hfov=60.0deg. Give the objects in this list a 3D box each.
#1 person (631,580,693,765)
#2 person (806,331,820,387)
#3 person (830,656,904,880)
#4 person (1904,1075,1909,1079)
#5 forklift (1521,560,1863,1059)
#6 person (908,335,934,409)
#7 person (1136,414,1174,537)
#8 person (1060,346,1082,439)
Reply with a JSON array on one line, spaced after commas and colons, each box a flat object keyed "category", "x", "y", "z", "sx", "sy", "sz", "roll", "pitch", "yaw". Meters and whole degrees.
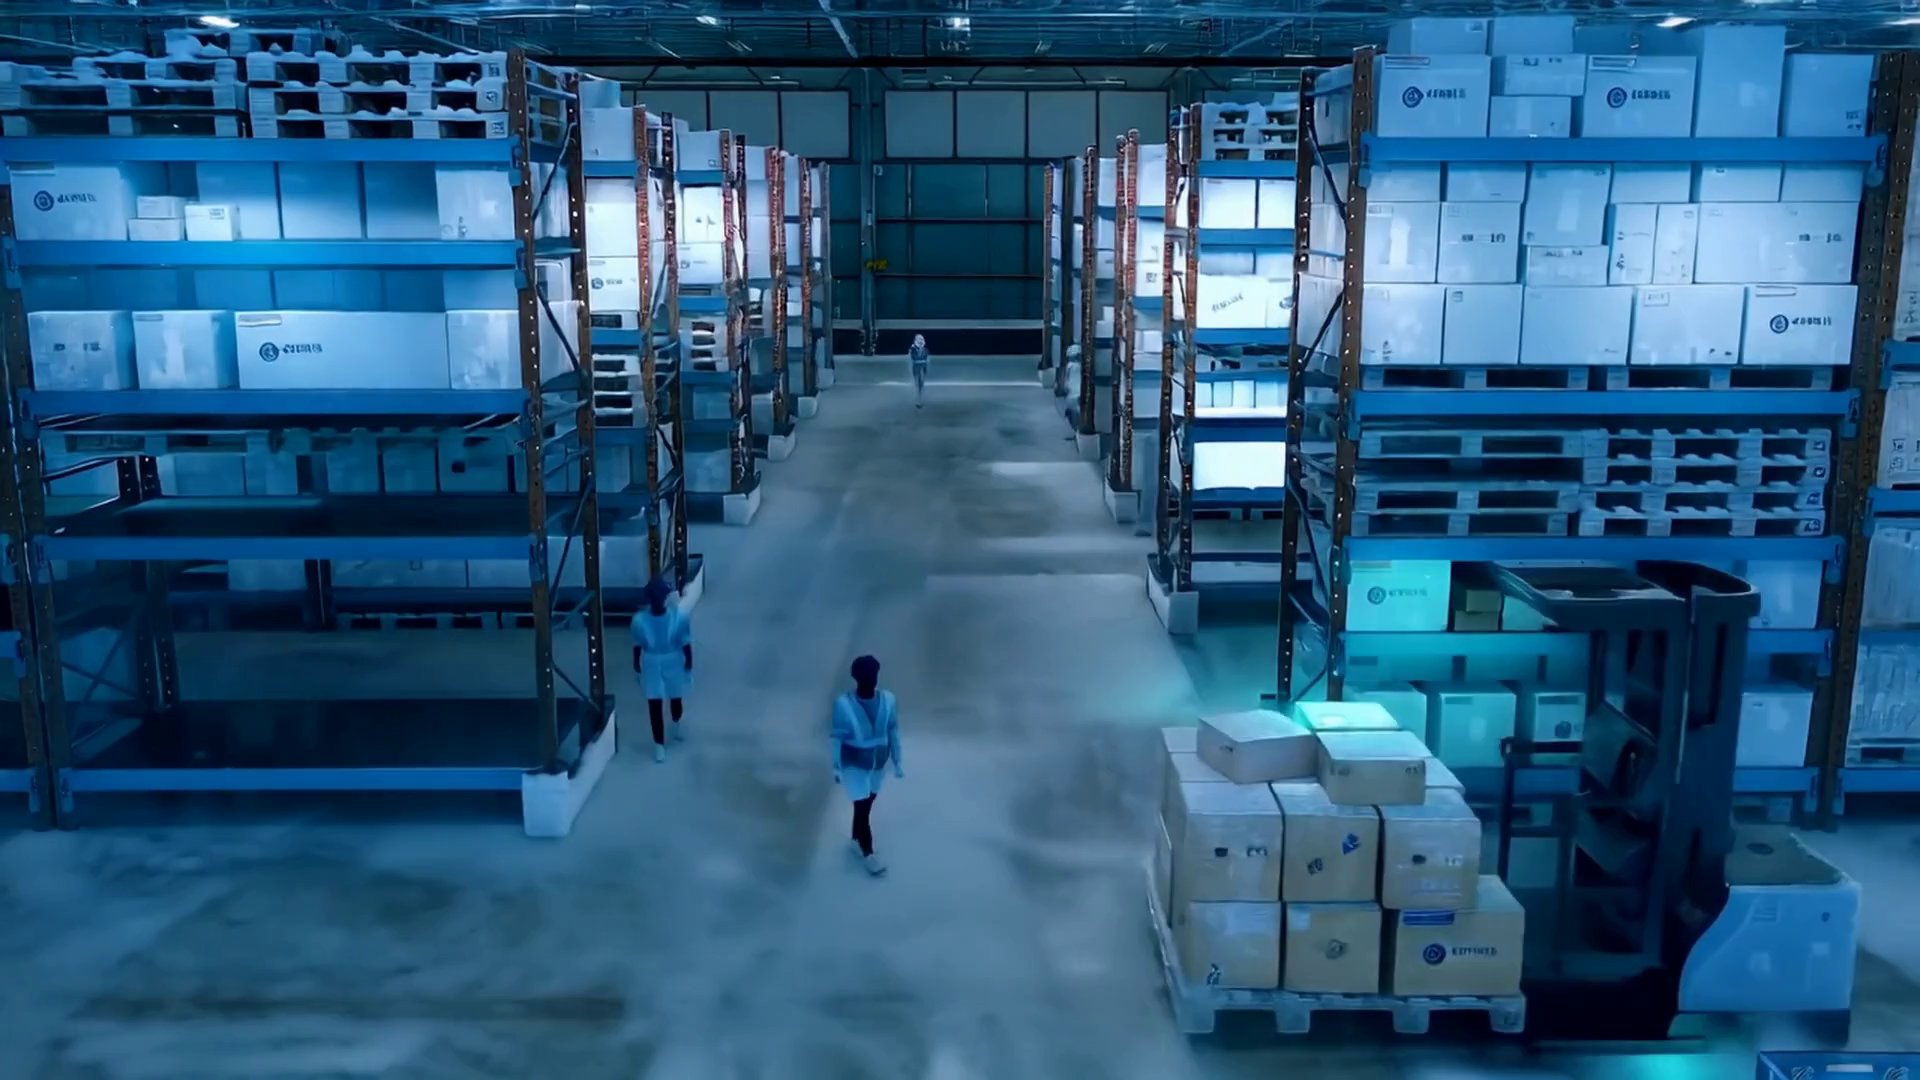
[{"category": "person", "x": -2.692, "y": 1.141, "z": 15.043, "sx": 0.545, "sy": 1.670, "sz": 0.671, "roll": -1, "pitch": 11, "yaw": -7}, {"category": "person", "x": -3.829, "y": -4.403, "z": 41.982, "sx": 0.696, "sy": 1.898, "sz": 0.450, "roll": 3, "pitch": 12, "yaw": 15}, {"category": "person", "x": -0.654, "y": 1.681, "z": 12.403, "sx": 0.539, "sy": 1.652, "sz": 0.859, "roll": -8, "pitch": 14, "yaw": -34}, {"category": "person", "x": 3.439, "y": 2.818, "z": 6.083, "sx": 0.438, "sy": 1.928, "sz": 0.630, "roll": 5, "pitch": 13, "yaw": 25}, {"category": "forklift", "x": 4.293, "y": 1.562, "z": 9.958, "sx": 1.873, "sy": 2.768, "sz": 1.129, "roll": 0, "pitch": 11, "yaw": -1}, {"category": "person", "x": -0.966, "y": -4.125, "z": 40.841, "sx": 0.589, "sy": 1.790, "sz": 0.979, "roll": -3, "pitch": 12, "yaw": -17}, {"category": "person", "x": 3.006, "y": -0.965, "z": 24.989, "sx": 0.762, "sy": 1.874, "sz": 0.722, "roll": 1, "pitch": 11, "yaw": 4}, {"category": "person", "x": 2.380, "y": -3.120, "z": 35.314, "sx": 0.435, "sy": 2.016, "sz": 0.670, "roll": -4, "pitch": 12, "yaw": -18}]
